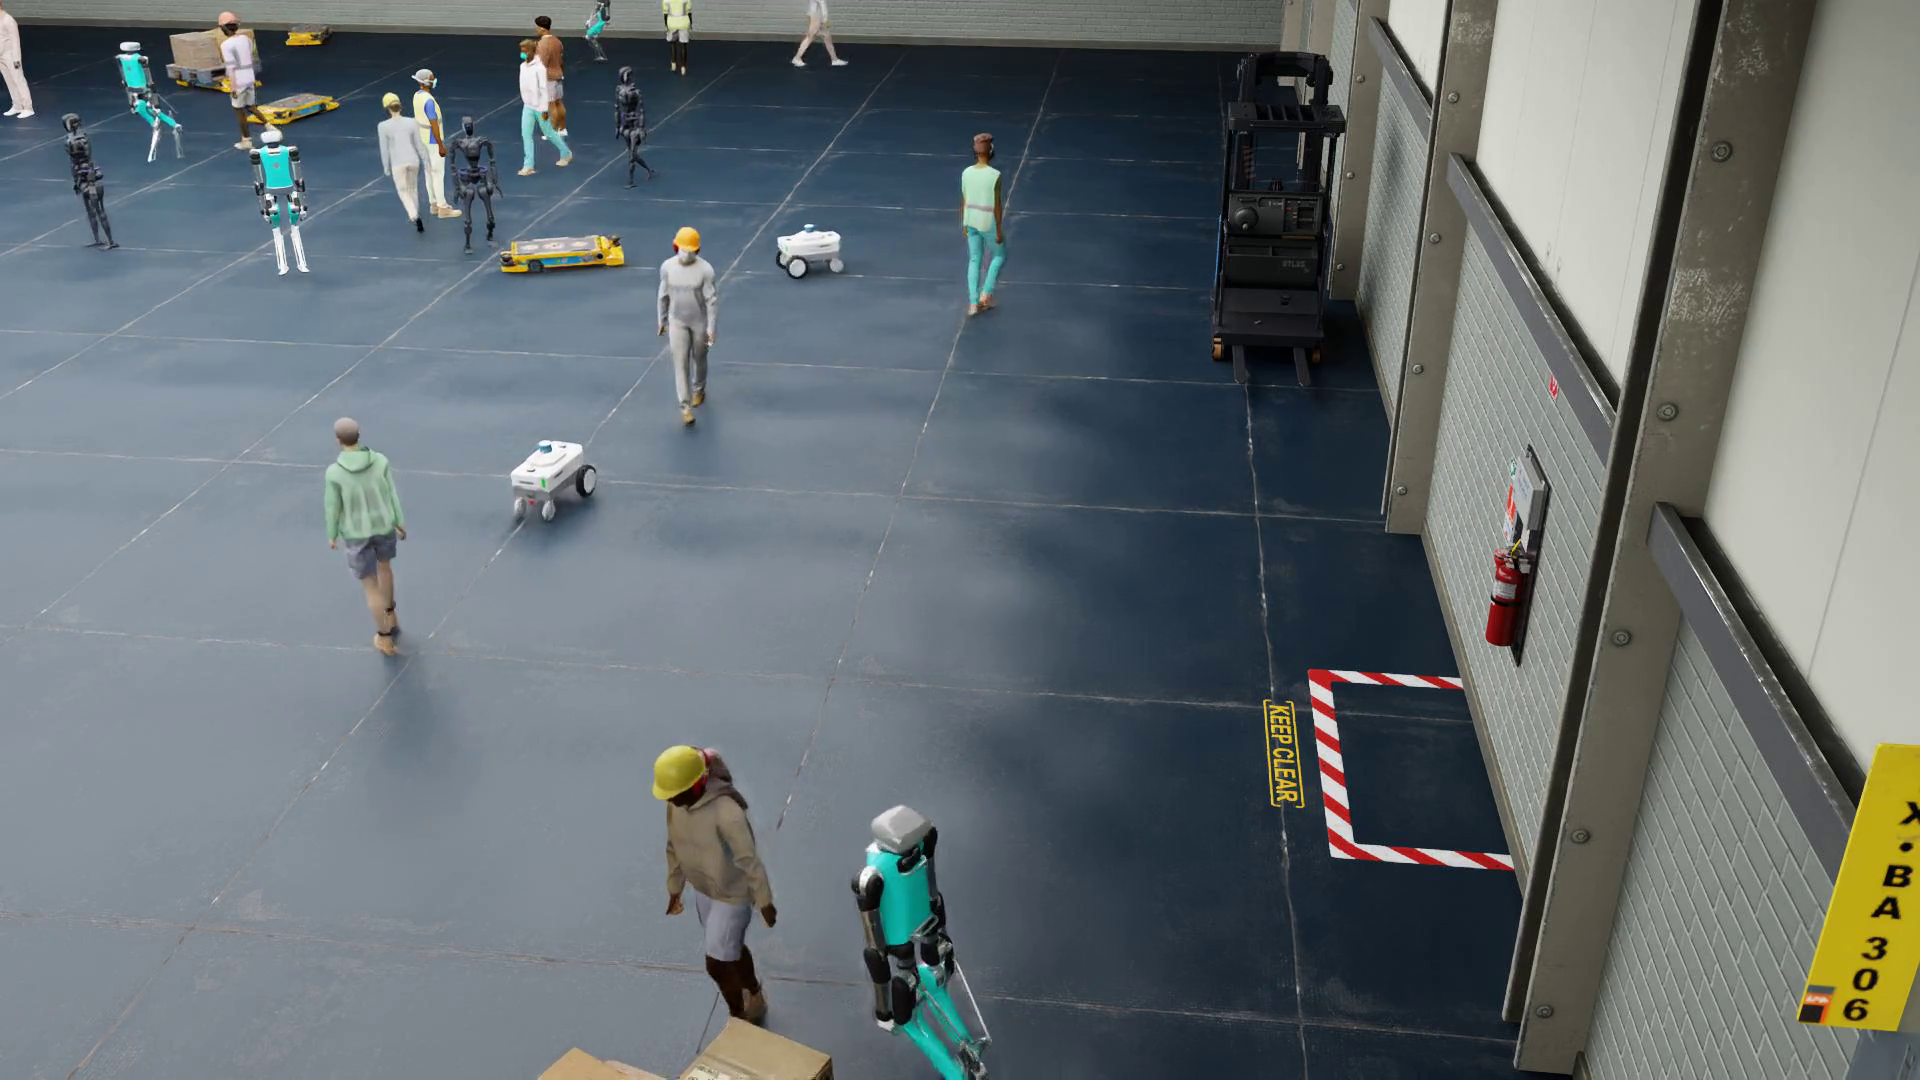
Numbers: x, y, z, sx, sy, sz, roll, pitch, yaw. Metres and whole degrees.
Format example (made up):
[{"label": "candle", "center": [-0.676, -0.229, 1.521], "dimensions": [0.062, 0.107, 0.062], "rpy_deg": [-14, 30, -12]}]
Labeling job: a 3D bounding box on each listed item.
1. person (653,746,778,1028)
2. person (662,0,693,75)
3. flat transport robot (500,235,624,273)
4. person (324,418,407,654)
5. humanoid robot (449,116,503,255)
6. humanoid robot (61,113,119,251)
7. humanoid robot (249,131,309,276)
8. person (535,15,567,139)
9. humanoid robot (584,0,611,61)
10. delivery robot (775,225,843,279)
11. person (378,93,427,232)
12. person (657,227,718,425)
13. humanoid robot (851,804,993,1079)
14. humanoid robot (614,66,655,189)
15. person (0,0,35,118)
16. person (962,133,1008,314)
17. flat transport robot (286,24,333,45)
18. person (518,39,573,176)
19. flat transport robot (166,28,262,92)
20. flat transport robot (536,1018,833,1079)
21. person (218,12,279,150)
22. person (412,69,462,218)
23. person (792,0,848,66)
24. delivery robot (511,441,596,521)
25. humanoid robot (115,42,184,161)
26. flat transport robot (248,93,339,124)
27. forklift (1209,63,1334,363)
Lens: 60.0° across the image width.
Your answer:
[{"label": "person", "center": [-1.192, 1.736, 8.048], "dimensions": [0.566, 1.720, 0.601], "rpy_deg": [22, 34, 37]}, {"label": "person", "center": [-5.116, -9.354, 30.247], "dimensions": [0.543, 1.675, 0.688], "rpy_deg": [-4, 27, -7]}, {"label": "flat transport robot", "center": [-4.790, -3.441, 20.009], "dimensions": [1.431, 0.231, 0.659], "rpy_deg": [-6, 27, -13]}, {"label": "person", "center": [-4.184, -0.067, 11.654], "dimensions": [0.497, 1.713, 0.707], "rpy_deg": [-20, 33, -34]}, {"label": "humanoid robot", "center": [-5.918, -4.346, 20.263], "dimensions": [0.590, 1.651, 0.446], "rpy_deg": [-16, 31, -29]}, {"label": "humanoid robot", "center": [-10.652, -4.364, 20.279], "dimensions": [0.583, 1.655, 0.360], "rpy_deg": [20, 33, 35]}, {"label": "humanoid robot", "center": [-7.817, -3.923, 19.183], "dimensions": [0.533, 1.677, 0.735], "rpy_deg": [-11, 28, -20]}, {"label": "person", "center": [-6.275, -7.106, 25.552], "dimensions": [0.396, 1.856, 0.776], "rpy_deg": [7, 27, 13]}, {"label": "humanoid robot", "center": [-6.819, -9.735, 31.003], "dimensions": [0.746, 1.834, 0.540], "rpy_deg": [-14, 30, -26]}, {"label": "delivery robot", "center": [-1.795, -3.409, 19.646], "dimensions": [0.811, 0.613, 0.499], "rpy_deg": [-10, 28, -20]}, {"label": "person", "center": [-6.993, -4.754, 21.005], "dimensions": [0.541, 1.725, 0.744], "rpy_deg": [-19, 32, -33]}, {"label": "person", "center": [-2.524, -2.010, 15.402], "dimensions": [0.577, 1.844, 0.922], "rpy_deg": [-1, 27, -3]}, {"label": "humanoid robot", "center": [-0.065, 2.044, 7.399], "dimensions": [0.795, 1.773, 0.566], "rpy_deg": [16, 31, 28]}, {"label": "humanoid robot", "center": [-4.513, -5.746, 23.079], "dimensions": [0.596, 1.640, 0.734], "rpy_deg": [19, 32, 32]}, {"label": "person", "center": [-15.439, -7.824, 26.931], "dimensions": [0.640, 1.908, 0.411], "rpy_deg": [16, 31, 29]}, {"label": "person", "center": [0.260, -3.436, 18.107], "dimensions": [0.510, 1.963, 0.482], "rpy_deg": [15, 30, 28]}, {"label": "flat transport robot", "center": [-13.079, -10.160, 33.421], "dimensions": [0.659, 0.231, 1.431], "rpy_deg": [-4, 27, -8]}, {"label": "person", "center": [-5.995, -6.197, 23.714], "dimensions": [0.497, 1.884, 0.928], "rpy_deg": [17, 31, 30]}, {"label": "flat transport robot", "center": [-13.076, -8.113, 29.334], "dimensions": [1.431, 0.231, 0.659], "rpy_deg": [15, 30, 27]}, {"label": "flat transport robot", "center": [-1.286, 2.996, 7.157], "dimensions": [0.659, 0.231, 1.431], "rpy_deg": [11, 29, 21]}, {"label": "person", "center": [-10.682, -6.838, 24.835], "dimensions": [0.614, 2.024, 0.633], "rpy_deg": [8, 28, 16]}, {"label": "person", "center": [-6.848, -5.140, 21.591], "dimensions": [0.401, 1.893, 0.518], "rpy_deg": [-18, 32, -32]}, {"label": "person", "center": [-2.649, -9.670, 30.742], "dimensions": [1.048, 1.800, 0.507], "rpy_deg": [-4, 27, -8]}, {"label": "delivery robot", "center": [-3.431, -0.549, 13.895], "dimensions": [0.499, 0.577, 0.769], "rpy_deg": [8, 28, 15]}, {"label": "humanoid robot", "center": [-11.795, -6.418, 24.382], "dimensions": [0.530, 1.807, 0.798], "rpy_deg": [8, 28, 15]}, {"label": "flat transport robot", "center": [-10.903, -7.060, 27.232], "dimensions": [0.659, 0.231, 1.431], "rpy_deg": [9, 28, 17]}, {"label": "forklift", "center": [3.241, -3.477, 17.183], "dimensions": [1.129, 2.768, 1.873], "rpy_deg": [3, 27, 6]}]
